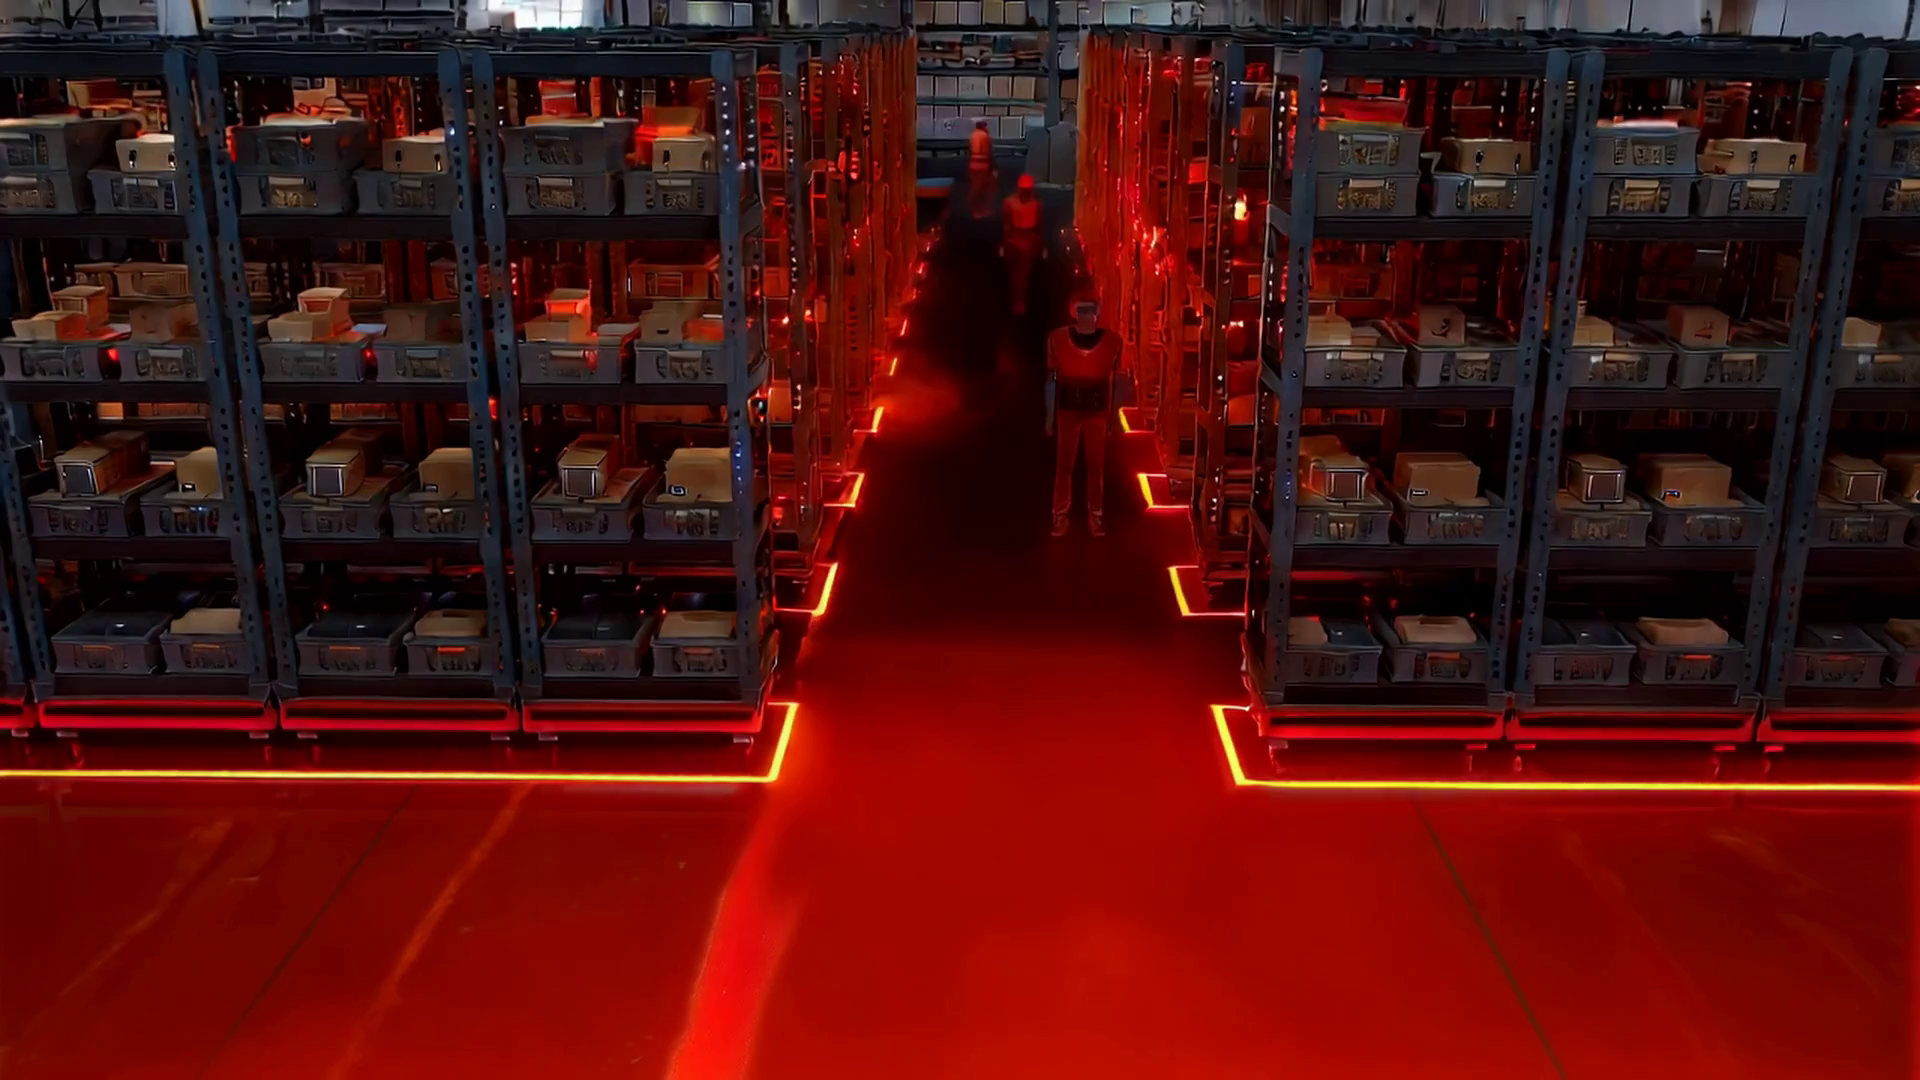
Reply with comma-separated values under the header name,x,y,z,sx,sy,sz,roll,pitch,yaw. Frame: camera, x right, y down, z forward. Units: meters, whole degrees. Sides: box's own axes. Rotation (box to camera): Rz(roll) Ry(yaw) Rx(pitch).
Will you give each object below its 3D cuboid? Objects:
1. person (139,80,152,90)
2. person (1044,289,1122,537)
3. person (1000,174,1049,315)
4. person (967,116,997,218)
name,x,y,z,sx,sy,sz,roll,pitch,yaw
person,-26.316,-13.926,53.771,0.628,1.831,0.475,-4,18,-12
person,0.906,-0.943,12.336,0.569,1.849,0.385,1,17,2
person,0.846,-3.827,21.609,0.622,1.792,0.860,-1,17,-4
person,0.513,-7.248,32.307,0.820,1.919,0.651,-13,22,-37
